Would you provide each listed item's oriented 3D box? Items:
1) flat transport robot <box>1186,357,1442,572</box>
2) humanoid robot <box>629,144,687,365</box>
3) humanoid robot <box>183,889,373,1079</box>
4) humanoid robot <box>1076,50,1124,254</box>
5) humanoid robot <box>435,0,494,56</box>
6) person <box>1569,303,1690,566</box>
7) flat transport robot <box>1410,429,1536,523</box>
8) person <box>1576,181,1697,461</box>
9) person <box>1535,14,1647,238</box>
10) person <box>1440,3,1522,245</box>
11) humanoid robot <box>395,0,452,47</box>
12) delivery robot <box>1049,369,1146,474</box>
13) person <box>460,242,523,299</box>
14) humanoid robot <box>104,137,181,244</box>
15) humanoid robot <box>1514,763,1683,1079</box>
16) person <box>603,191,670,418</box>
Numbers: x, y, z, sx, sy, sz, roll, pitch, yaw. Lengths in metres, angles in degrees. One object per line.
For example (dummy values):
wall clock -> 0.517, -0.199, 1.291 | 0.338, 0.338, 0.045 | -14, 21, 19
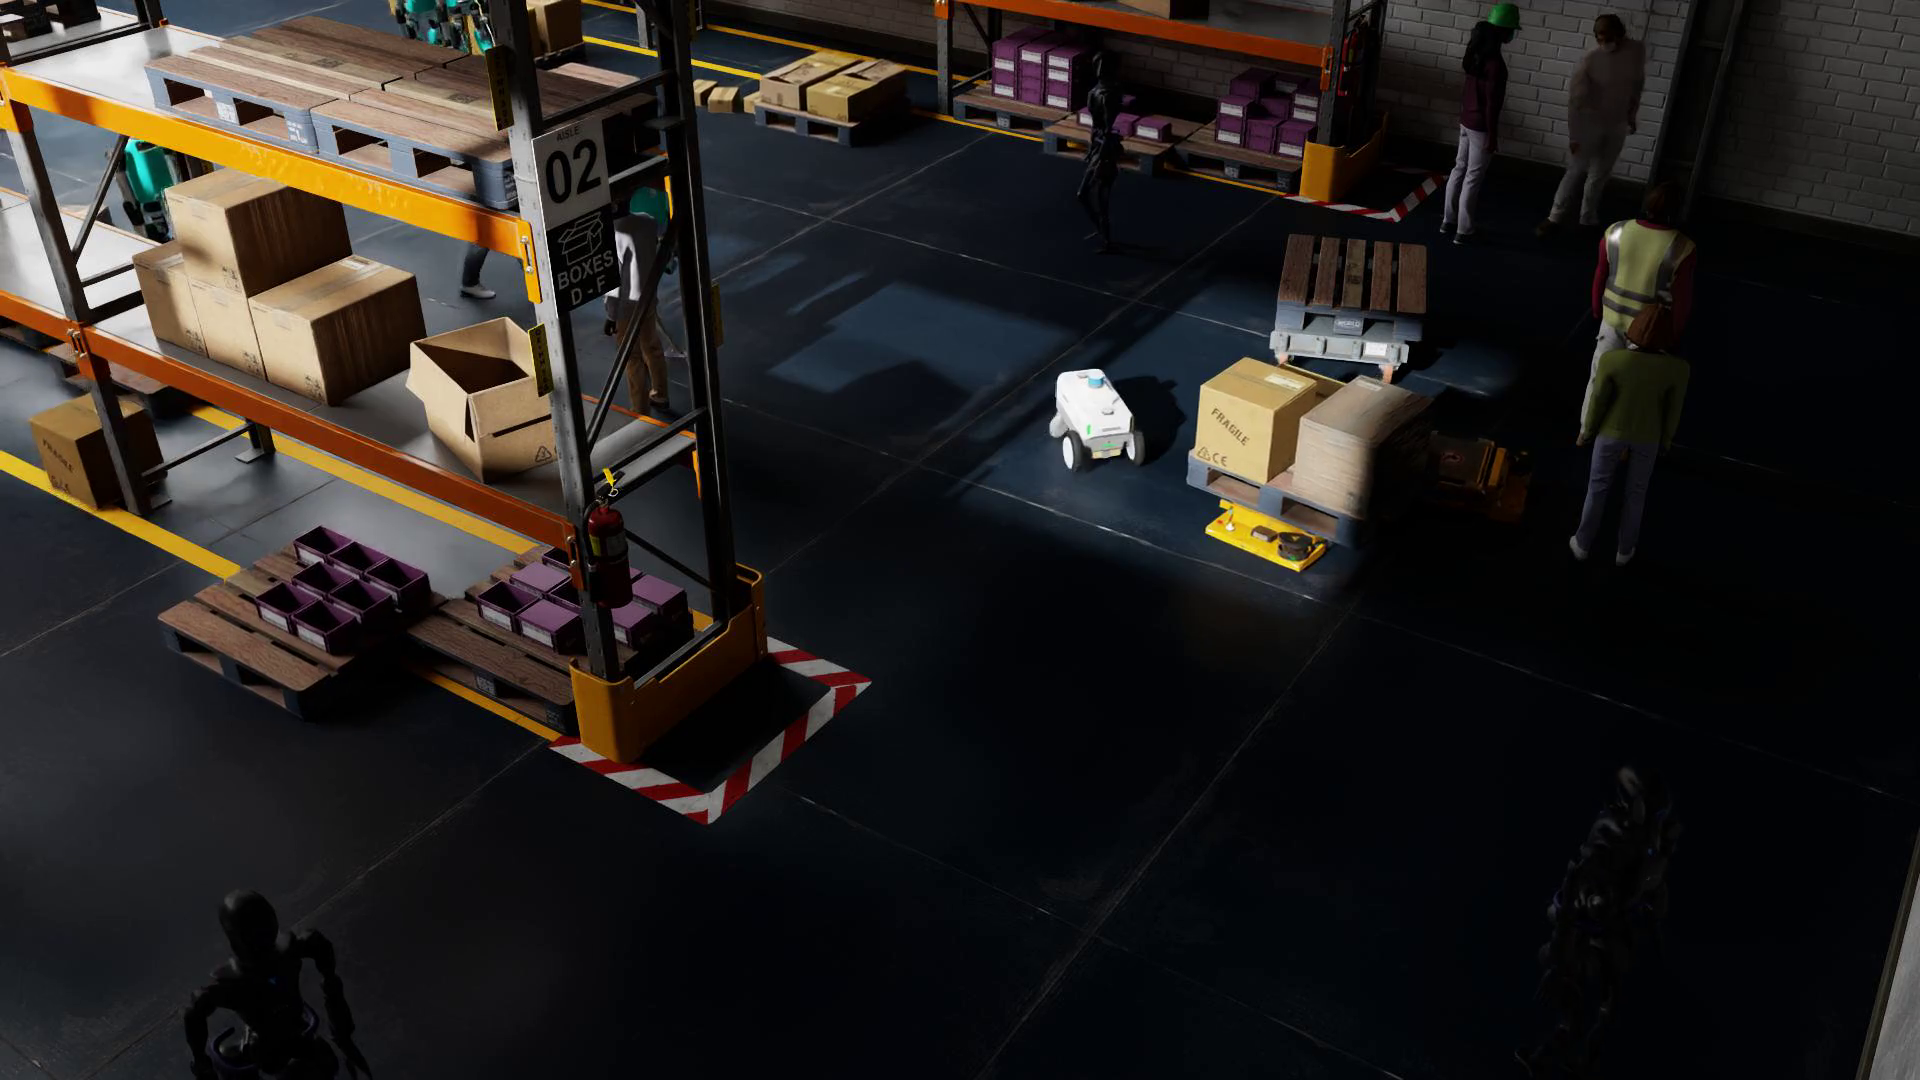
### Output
flat transport robot -> 2.192, -0.278, 10.300 | 0.659, 0.231, 1.431 | 25, 40, 33
humanoid robot -> -2.267, -2.036, 11.631 | 0.590, 1.761, 0.724 | -28, 42, -36
humanoid robot -> -2.345, 1.853, 5.736 | 0.506, 1.639, 0.587 | 24, 40, 32
humanoid robot -> 1.135, -3.083, 13.321 | 0.340, 1.652, 0.589 | -3, 33, -4
humanoid robot -> -4.601, -4.741, 15.871 | 0.531, 1.831, 0.790 | -26, 41, -34
person -> 3.825, -0.594, 9.531 | 0.498, 1.634, 0.280 | 10, 34, 15
flat transport robot -> 2.889, -0.476, 10.605 | 1.431, 0.231, 0.659 | 13, 35, 19
person -> 4.303, -1.388, 10.565 | 0.621, 1.845, 0.430 | 28, 42, 36
person -> 5.210, -3.361, 13.565 | 0.696, 1.893, 0.352 | -10, 34, -15
person -> 4.218, -3.372, 13.522 | 0.432, 1.945, 0.488 | -5, 33, -8
humanoid robot -> -5.252, -4.942, 16.154 | 0.541, 1.768, 0.943 | -19, 38, -27
delivery robot -> 0.883, -0.803, 10.841 | 0.499, 0.591, 0.762 | -7, 34, -11
person -> -3.509, -2.648, 12.547 | 0.897, 1.803, 0.525 | 6, 34, 9
humanoid robot -> -5.381, -2.108, 11.785 | 0.986, 1.757, 0.545 | 16, 36, 23
humanoid robot -> 2.427, 1.515, 6.259 | 0.589, 1.650, 0.431 | -16, 36, -23
person -> -2.182, -1.582, 10.944 | 0.341, 1.747, 0.573 | 14, 36, 20
